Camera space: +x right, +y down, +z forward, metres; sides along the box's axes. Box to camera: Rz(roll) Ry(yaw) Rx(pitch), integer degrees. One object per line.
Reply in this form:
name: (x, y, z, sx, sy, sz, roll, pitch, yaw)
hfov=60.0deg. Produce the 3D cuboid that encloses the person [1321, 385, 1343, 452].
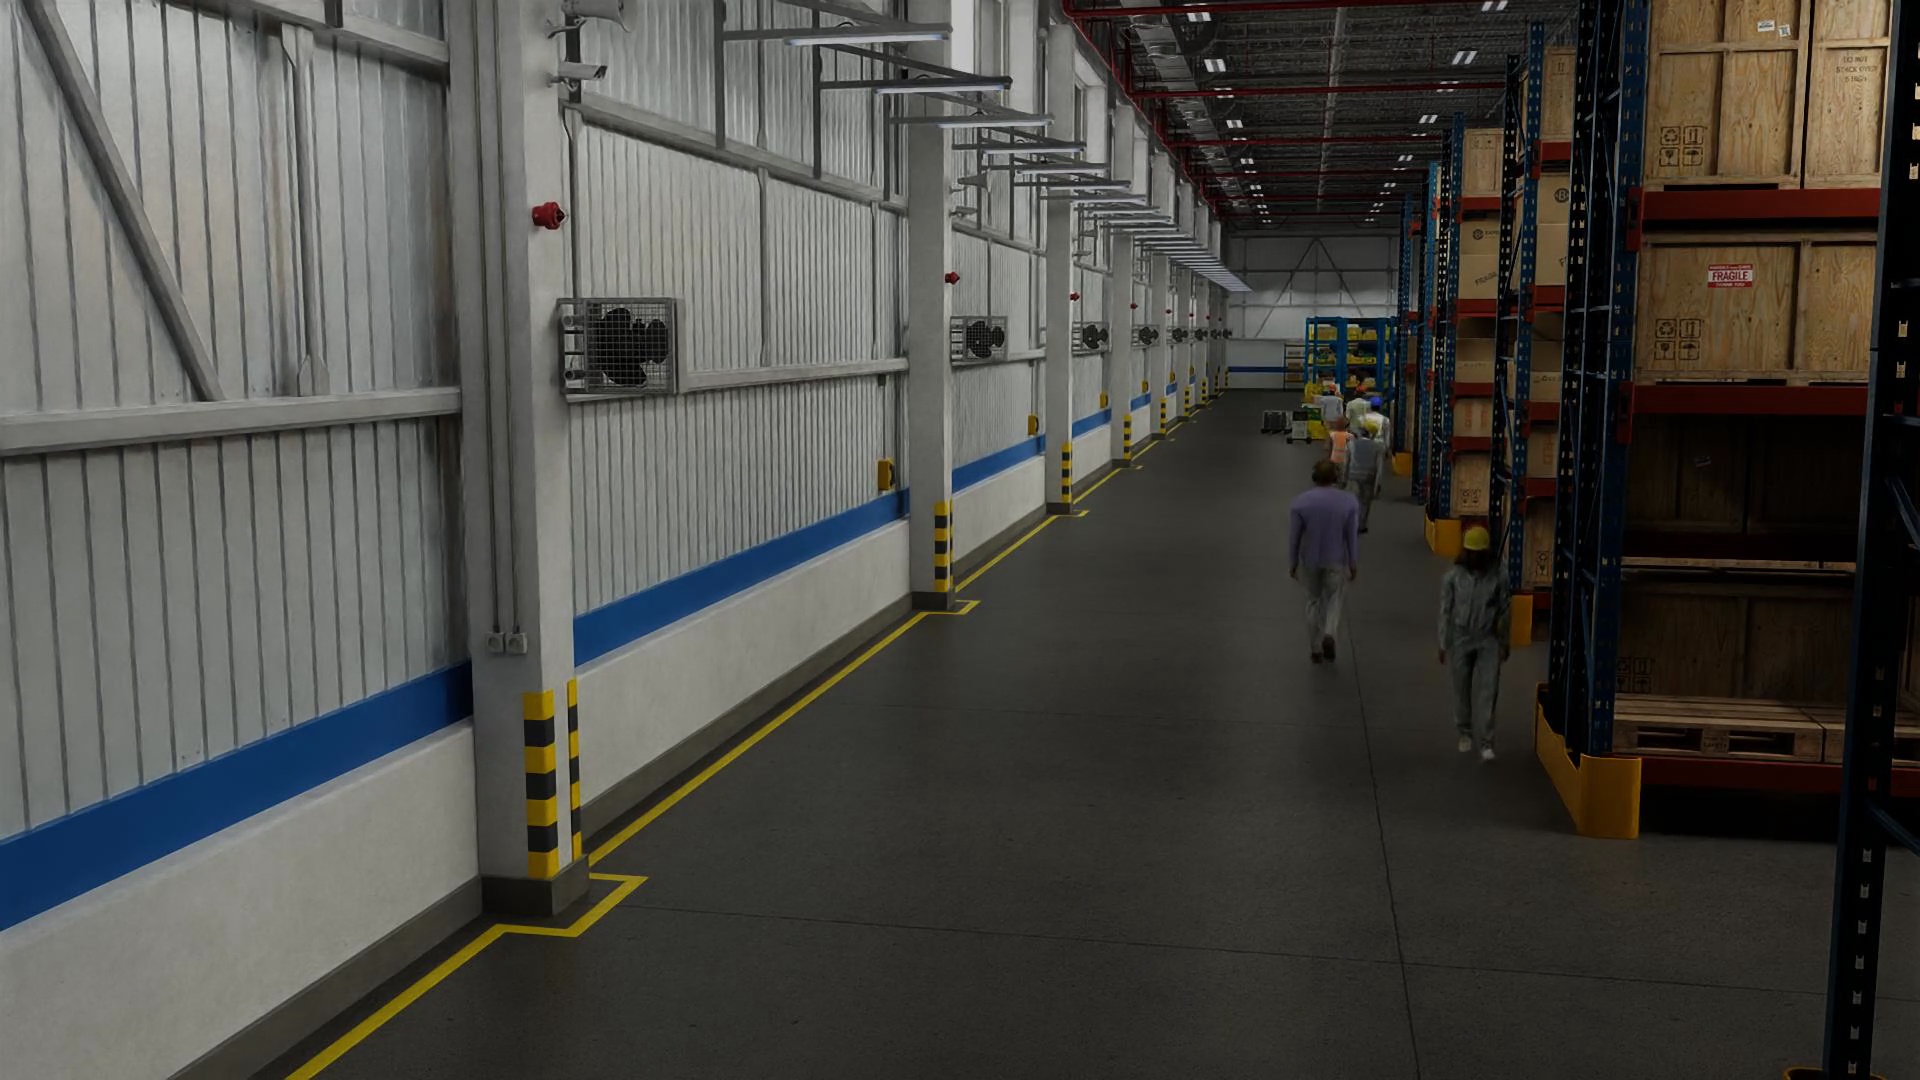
person: (9.588, -3.122, 42.855, 0.559, 1.752, 0.326, 2, 7, 16)

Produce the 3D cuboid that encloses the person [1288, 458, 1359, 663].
person: (3.397, 0.196, 15.586, 0.647, 1.924, 0.438, 2, 7, 12)

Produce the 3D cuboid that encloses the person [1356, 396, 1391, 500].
person: (7.631, -1.689, 30.668, 0.636, 1.930, 0.428, 2, 7, 13)

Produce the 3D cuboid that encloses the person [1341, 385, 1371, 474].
person: (8.571, -2.368, 35.997, 0.639, 1.958, 0.529, -2, 7, -13)

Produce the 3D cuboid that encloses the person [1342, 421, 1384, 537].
person: (6.104, -0.924, 25.211, 0.621, 1.767, 0.912, 3, 8, 21)

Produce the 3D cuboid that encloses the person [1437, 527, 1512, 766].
person: (3.697, 0.760, 11.966, 0.511, 1.691, 0.895, 2, 7, 14)

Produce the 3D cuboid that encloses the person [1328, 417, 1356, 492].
person: (6.764, -1.380, 29.549, 0.516, 1.597, 0.868, 4, 8, 29)
